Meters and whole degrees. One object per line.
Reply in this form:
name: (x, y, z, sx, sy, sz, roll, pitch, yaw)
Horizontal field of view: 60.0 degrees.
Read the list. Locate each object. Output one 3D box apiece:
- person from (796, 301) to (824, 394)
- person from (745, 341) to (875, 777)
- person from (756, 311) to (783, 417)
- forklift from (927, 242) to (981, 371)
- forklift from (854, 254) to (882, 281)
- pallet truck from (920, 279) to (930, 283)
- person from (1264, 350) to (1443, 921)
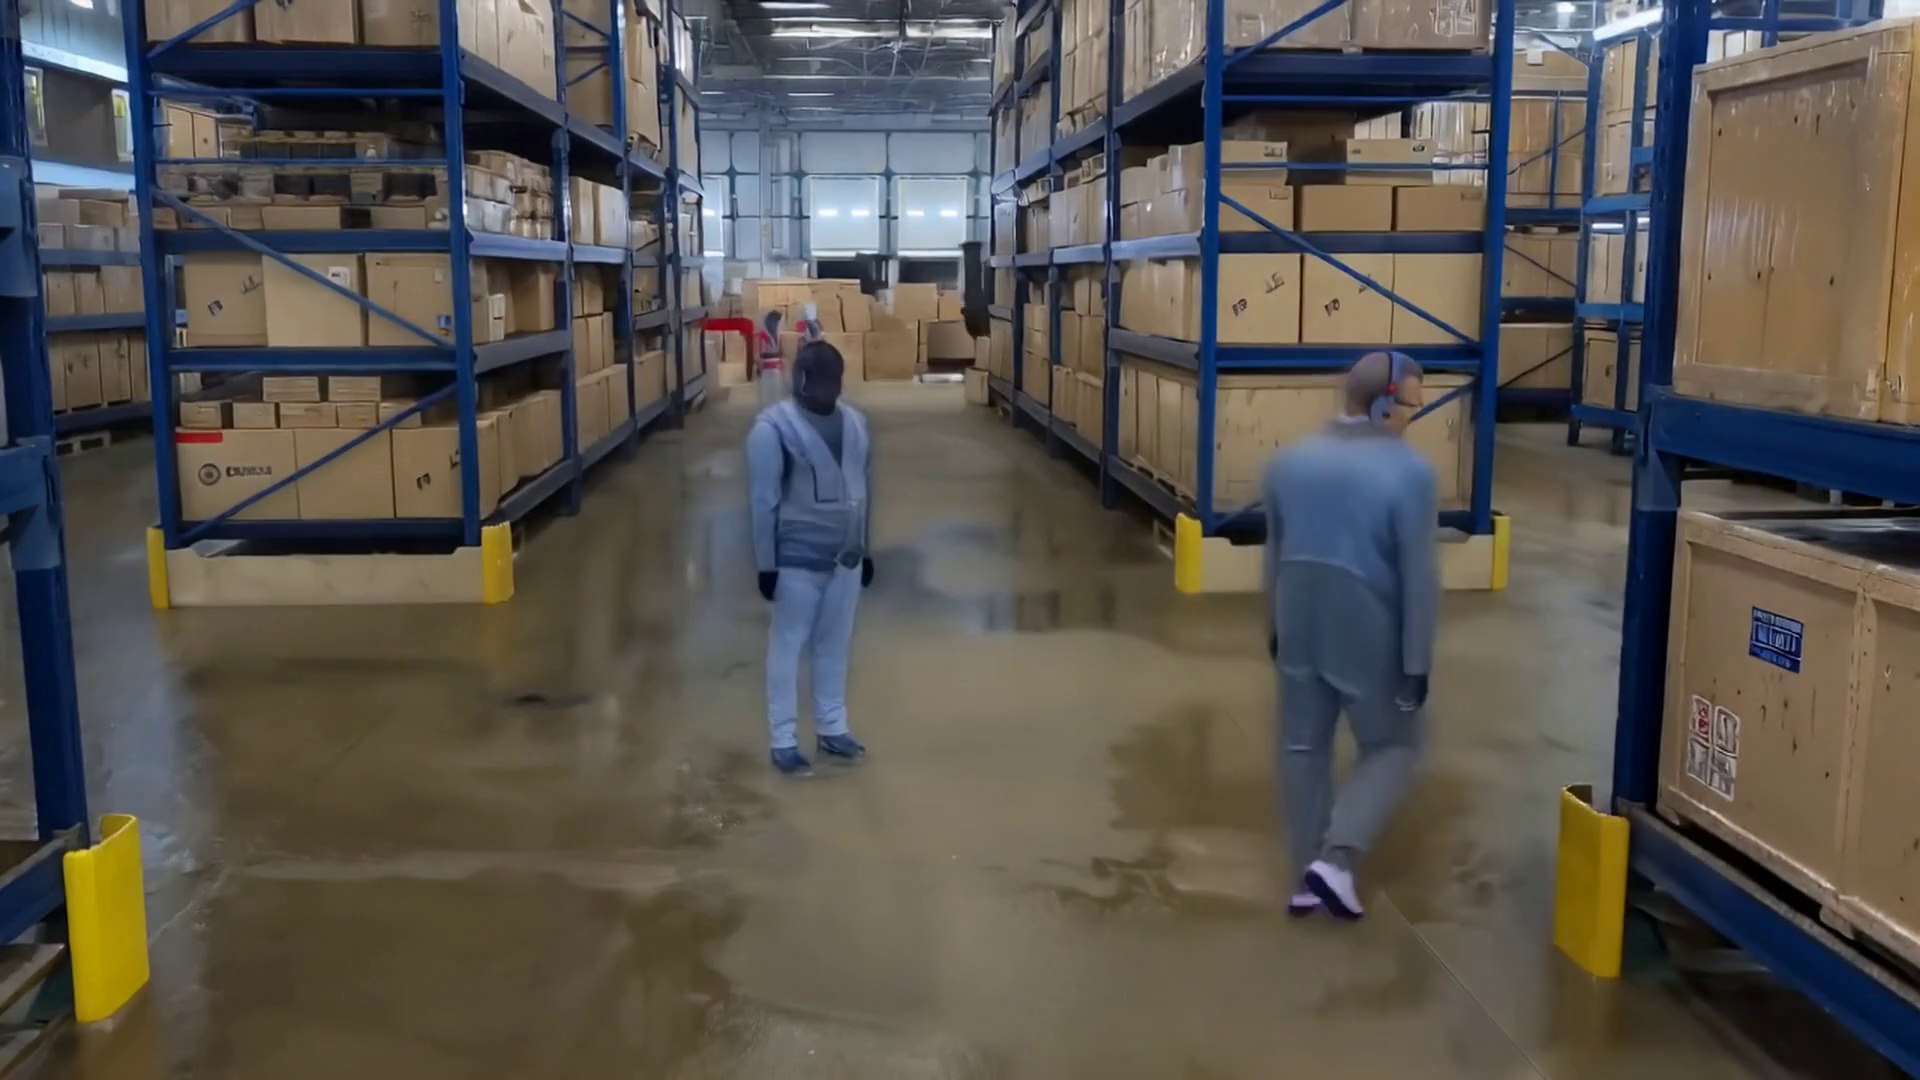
person: (-2.560, -3.227, 28.319, 0.538, 1.684, 0.480, -8, 12, -42)
person: (-0.608, 0.075, 7.118, 0.633, 1.839, 0.429, -9, 13, -44)
person: (-2.663, -2.387, 23.257, 0.377, 1.624, 0.546, 7, 11, 36)
forklift: (0.257, -5.104, 36.376, 1.873, 2.768, 1.129, 1, 9, 5)
forklift: (-3.133, -8.342, 56.712, 1.129, 2.768, 1.873, -6, 11, -32)
pallet truck: (-0.932, -8.922, 63.114, 1.885, 1.965, 0.823, 2, 9, 13)
person: (1.244, 0.328, 5.396, 0.682, 1.880, 0.450, 7, 12, 39)
